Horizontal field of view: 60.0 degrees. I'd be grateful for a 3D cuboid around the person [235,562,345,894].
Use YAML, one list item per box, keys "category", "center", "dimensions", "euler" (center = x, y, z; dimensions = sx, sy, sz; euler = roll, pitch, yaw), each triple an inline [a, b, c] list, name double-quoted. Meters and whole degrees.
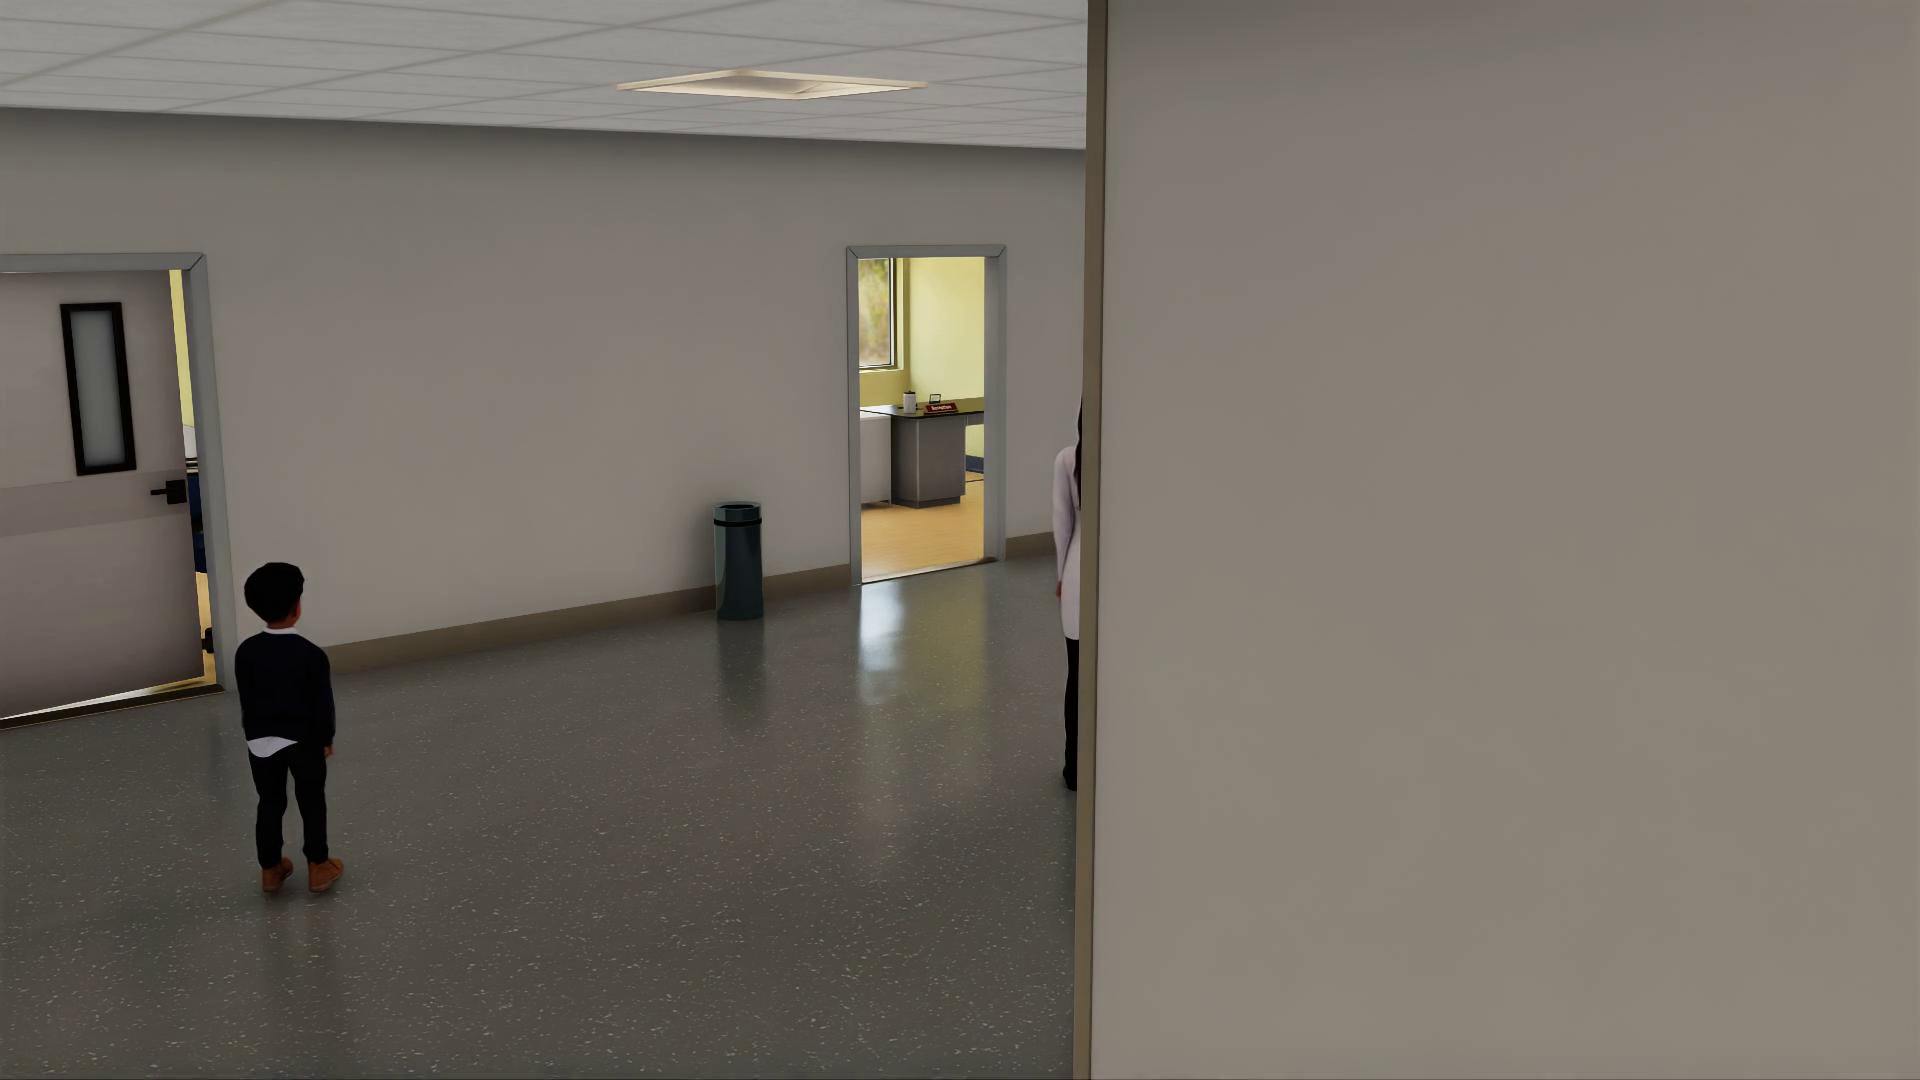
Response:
- category: "person"
  center: [-2.474, 0.688, 6.101]
  dimensions: [0.565, 1.222, 0.630]
  euler: [1, 11, 3]
